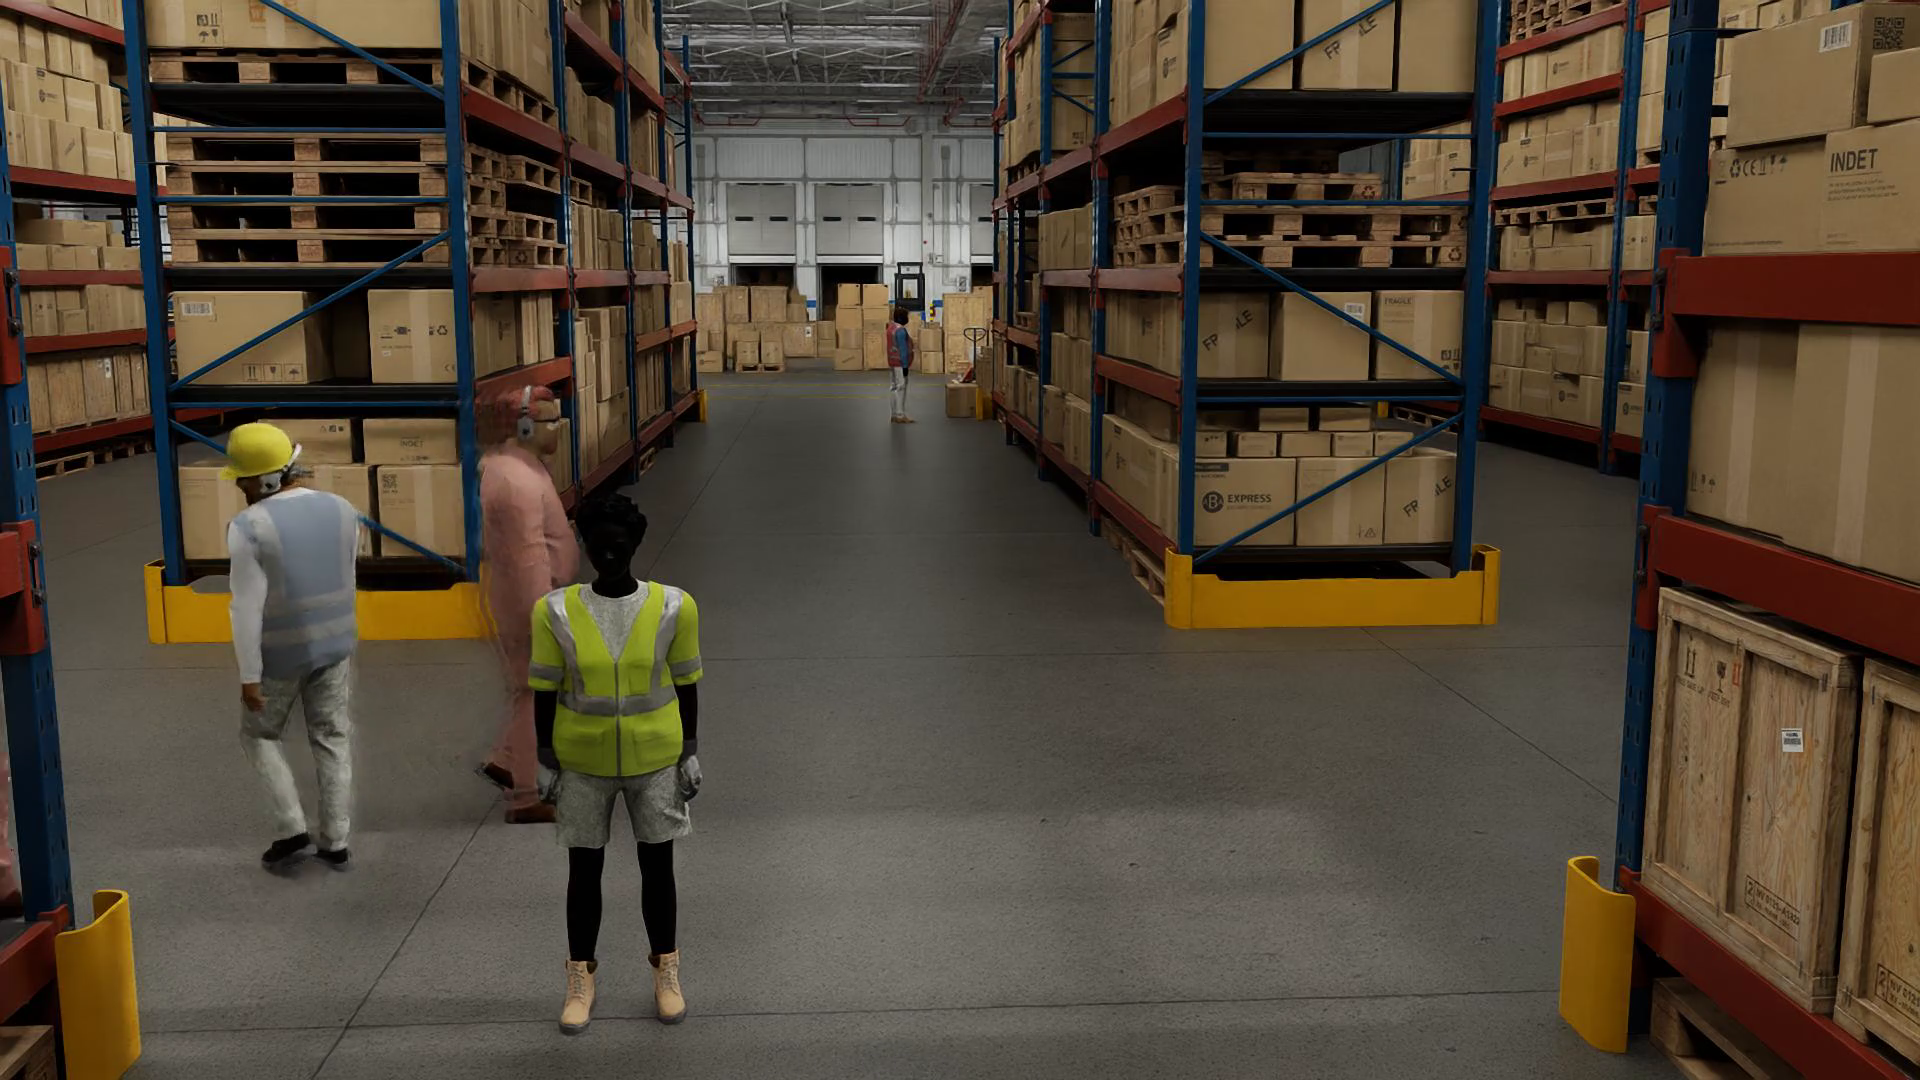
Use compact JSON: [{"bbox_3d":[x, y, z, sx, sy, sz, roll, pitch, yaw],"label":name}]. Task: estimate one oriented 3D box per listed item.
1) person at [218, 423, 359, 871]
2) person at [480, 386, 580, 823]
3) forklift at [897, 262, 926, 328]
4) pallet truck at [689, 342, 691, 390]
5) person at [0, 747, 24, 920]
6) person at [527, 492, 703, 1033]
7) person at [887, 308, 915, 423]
[{"bbox_3d":[-2.610,0.435,6.506,0.447,1.799,0.578,7,12,39],"label":"person"},{"bbox_3d":[-1.805,0.286,7.134,0.435,1.891,0.673,-3,9,-16],"label":"person"},{"bbox_3d":[-1.780,-8.547,59.499,1.129,2.768,1.873,-1,9,-4],"label":"forklift"},{"bbox_3d":[-5.225,-3.008,27.480,1.885,1.965,0.823,2,9,14],"label":"pallet truck"},{"bbox_3d":[-3.540,0.503,5.783,0.773,1.879,0.685,-2,9,-11],"label":"person"},{"bbox_3d":[-1.067,0.690,5.200,0.541,1.696,0.315,-2,9,-12],"label":"person"},{"bbox_3d":[-0.942,-2.785,26.570,0.429,1.842,0.634,-3,10,-19],"label":"person"}]
